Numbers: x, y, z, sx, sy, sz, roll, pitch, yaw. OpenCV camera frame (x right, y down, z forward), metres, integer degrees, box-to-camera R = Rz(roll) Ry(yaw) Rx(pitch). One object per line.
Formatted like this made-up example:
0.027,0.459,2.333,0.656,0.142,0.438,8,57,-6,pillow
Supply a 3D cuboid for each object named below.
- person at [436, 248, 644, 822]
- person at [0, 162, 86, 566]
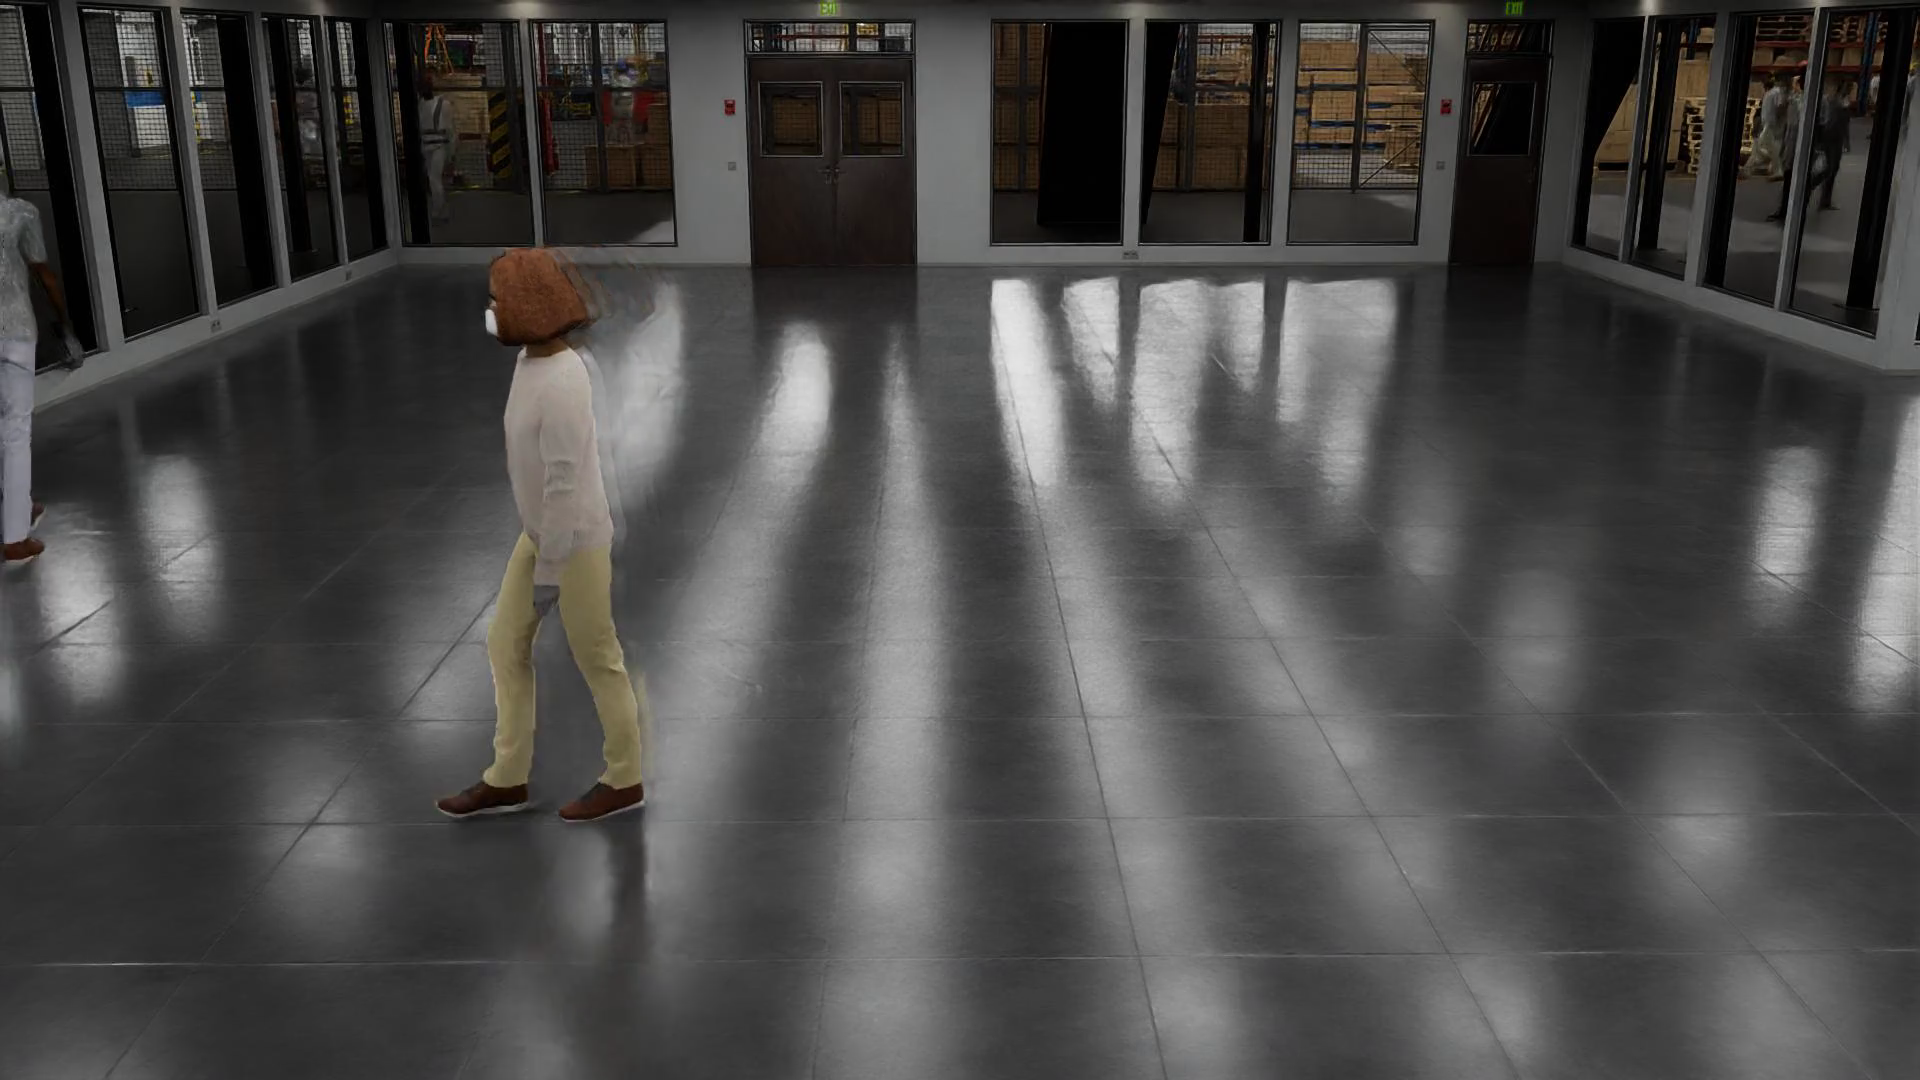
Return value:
-1.195,0.032,4.491,0.669,1.608,0.523,-8,18,-26,person
-4.104,-0.861,7.178,0.531,1.828,0.917,-3,17,-9,person
